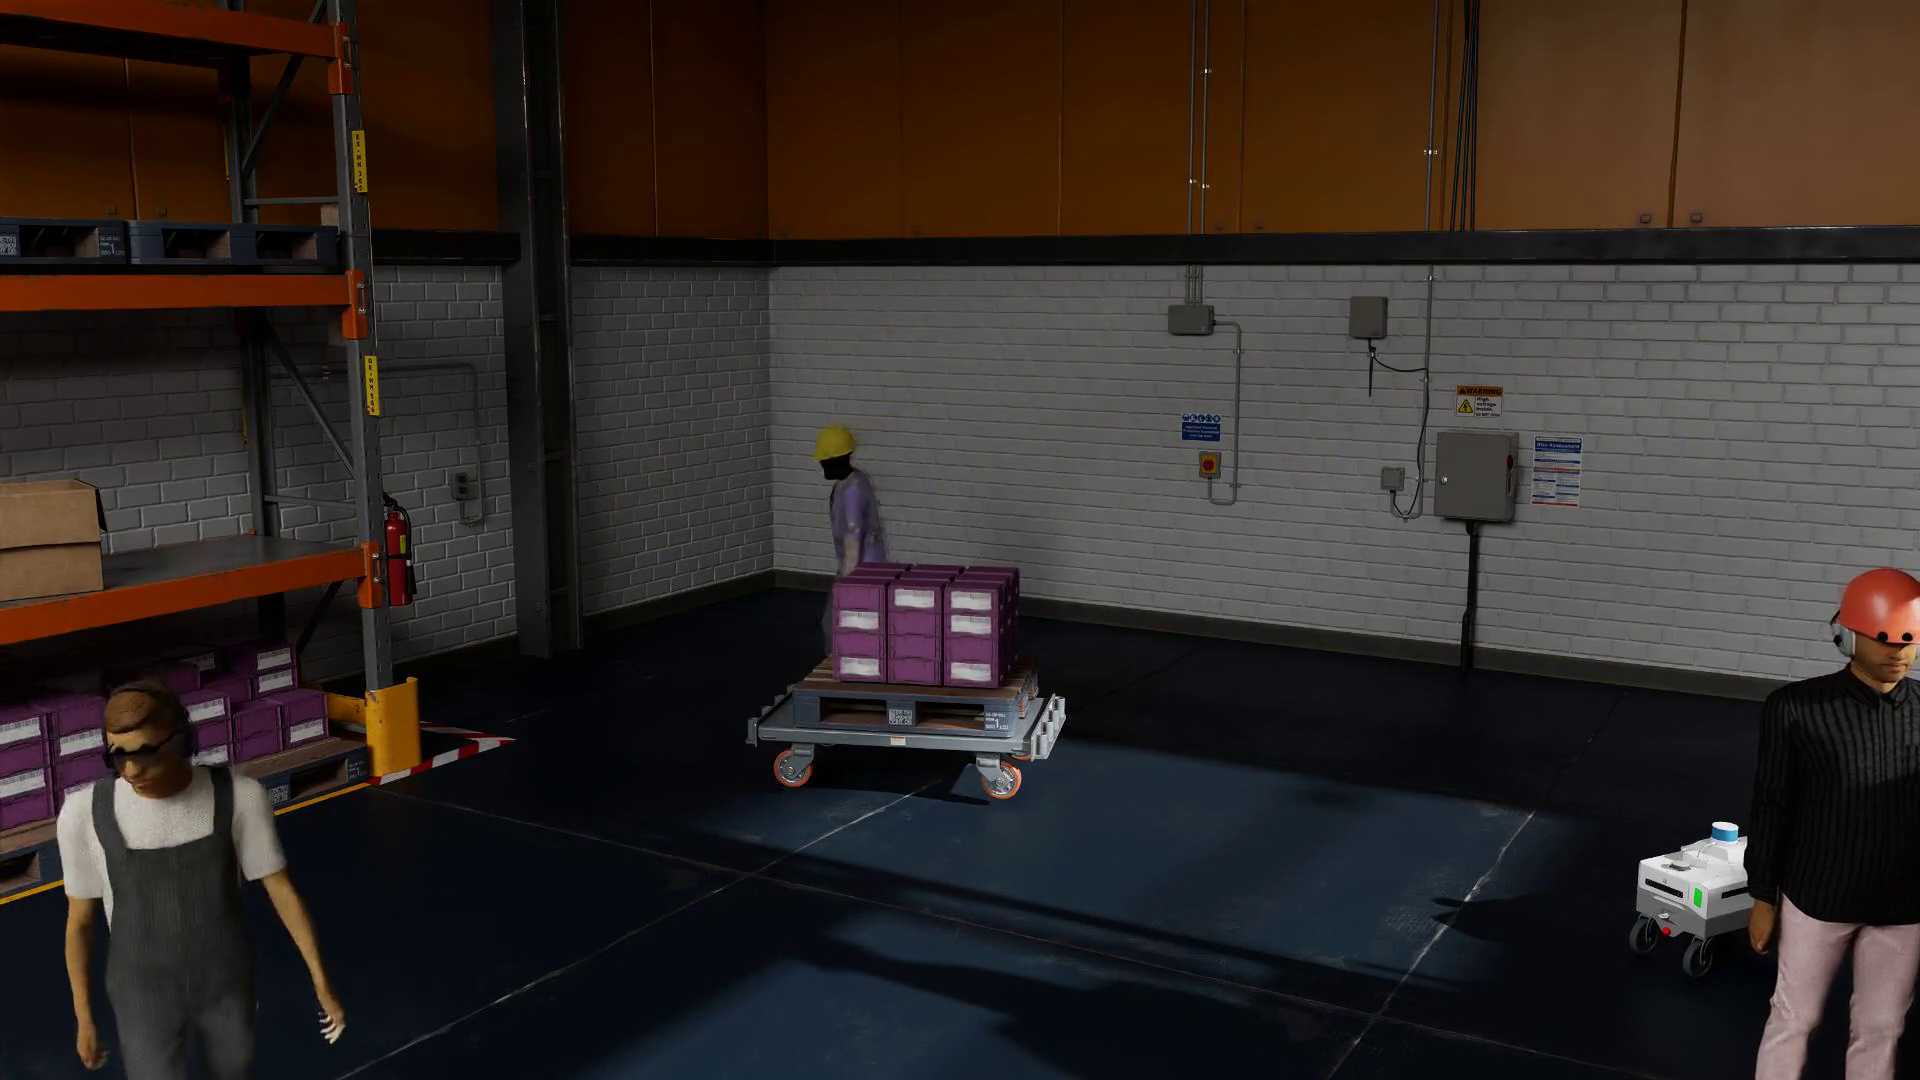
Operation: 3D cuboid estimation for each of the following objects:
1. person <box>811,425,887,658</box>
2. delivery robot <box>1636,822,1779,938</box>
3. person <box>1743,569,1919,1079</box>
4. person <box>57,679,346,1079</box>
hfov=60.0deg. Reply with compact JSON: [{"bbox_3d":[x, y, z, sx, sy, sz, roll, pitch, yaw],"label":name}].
[{"bbox_3d":[-0.723,0.184,10.806,0.772,1.867,0.591,-3,10,-18],"label":"person"},{"bbox_3d":[3.163,1.417,6.911,0.707,0.478,0.477,-5,10,-27],"label":"delivery robot"},{"bbox_3d":[2.660,1.061,4.941,0.622,1.991,0.389,1,9,5],"label":"person"},{"bbox_3d":[-1.996,1.241,4.436,0.646,1.803,0.733,-6,11,-32],"label":"person"}]
